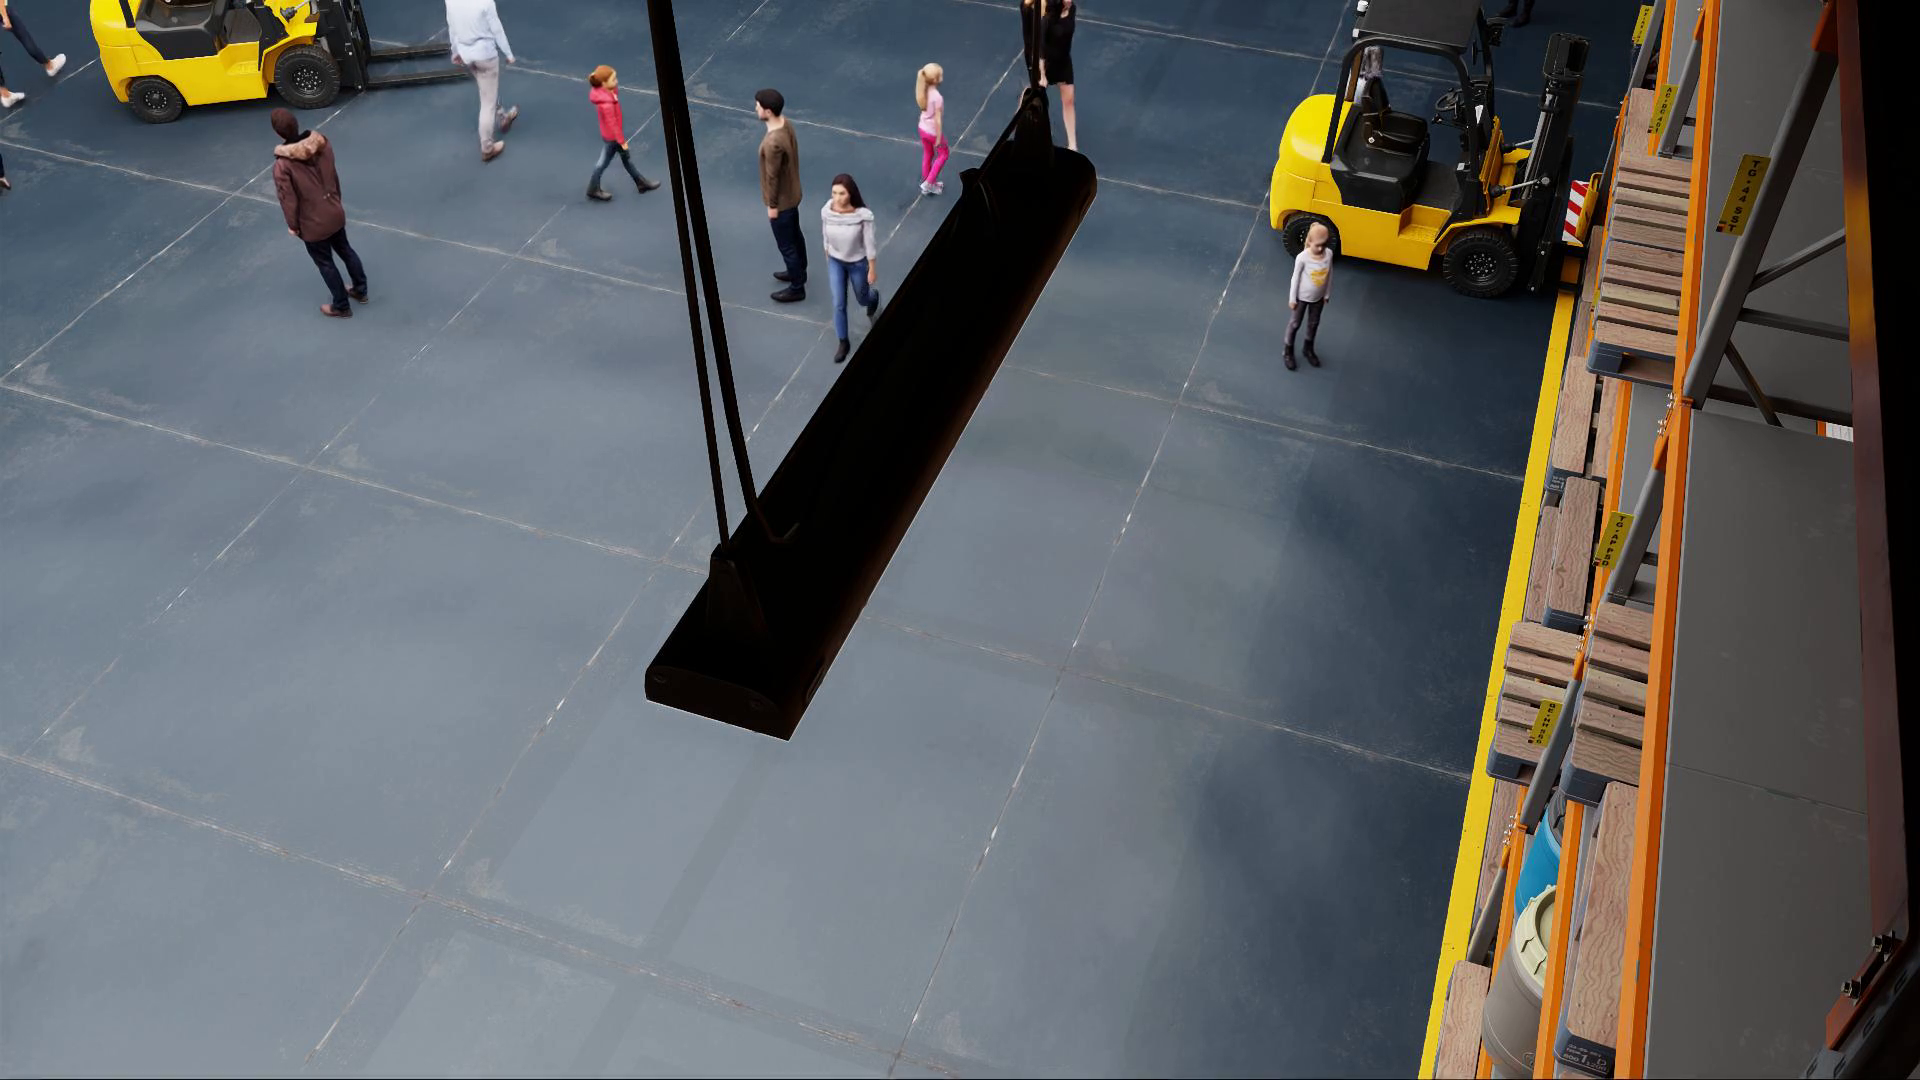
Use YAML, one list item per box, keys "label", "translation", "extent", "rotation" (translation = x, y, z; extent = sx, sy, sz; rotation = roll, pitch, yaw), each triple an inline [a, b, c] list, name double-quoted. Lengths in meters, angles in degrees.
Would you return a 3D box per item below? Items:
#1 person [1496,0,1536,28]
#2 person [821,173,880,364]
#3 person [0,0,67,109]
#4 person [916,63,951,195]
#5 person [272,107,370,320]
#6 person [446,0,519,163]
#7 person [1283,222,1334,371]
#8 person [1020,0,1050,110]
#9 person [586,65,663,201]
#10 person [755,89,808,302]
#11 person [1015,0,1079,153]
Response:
- label: "person"
  translation: [5.957, -6.202, 17.275]
  extent: [0.728, 1.688, 0.676]
  rotation: [-20, 47, -20]
- label: "person"
  translation: [-0.841, -2.208, 13.141]
  extent: [0.611, 1.607, 0.954]
  rotation: [13, 45, 13]
- label: "person"
  translation: [-9.343, -5.021, 15.980]
  extent: [0.664, 1.765, 1.117]
  rotation: [11, 45, 11]
- label: "person"
  translation: [-0.302, -3.661, 14.916]
  extent: [0.645, 1.262, 0.588]
  rotation: [-26, 50, -25]
- label: "person"
  translation: [-5.174, -2.633, 13.414]
  extent: [0.841, 1.846, 0.636]
  rotation: [20, 47, 20]
- label: "person"
  translation: [-4.438, -4.349, 15.206]
  extent: [0.695, 1.860, 1.029]
  rotation: [15, 46, 16]
- label: "person"
  translation: [2.748, -1.939, 13.098]
  extent: [0.585, 1.277, 0.633]
  rotation: [-12, 45, -12]
- label: "person"
  translation: [0.718, -4.587, 15.553]
  extent: [0.710, 1.725, 0.592]
  rotation: [-6, 44, -6]
- label: "person"
  translation: [-3.178, -3.592, 14.826]
  extent: [0.810, 1.286, 0.917]
  rotation: [-3, 44, -3]
- label: "person"
  translation: [-1.444, -2.825, 13.587]
  extent: [0.764, 1.885, 0.588]
  rotation: [3, 44, 3]
- label: "person"
  translation: [0.801, -4.348, 15.289]
  extent: [1.199, 1.743, 1.128]
  rotation: [-27, 50, -25]
